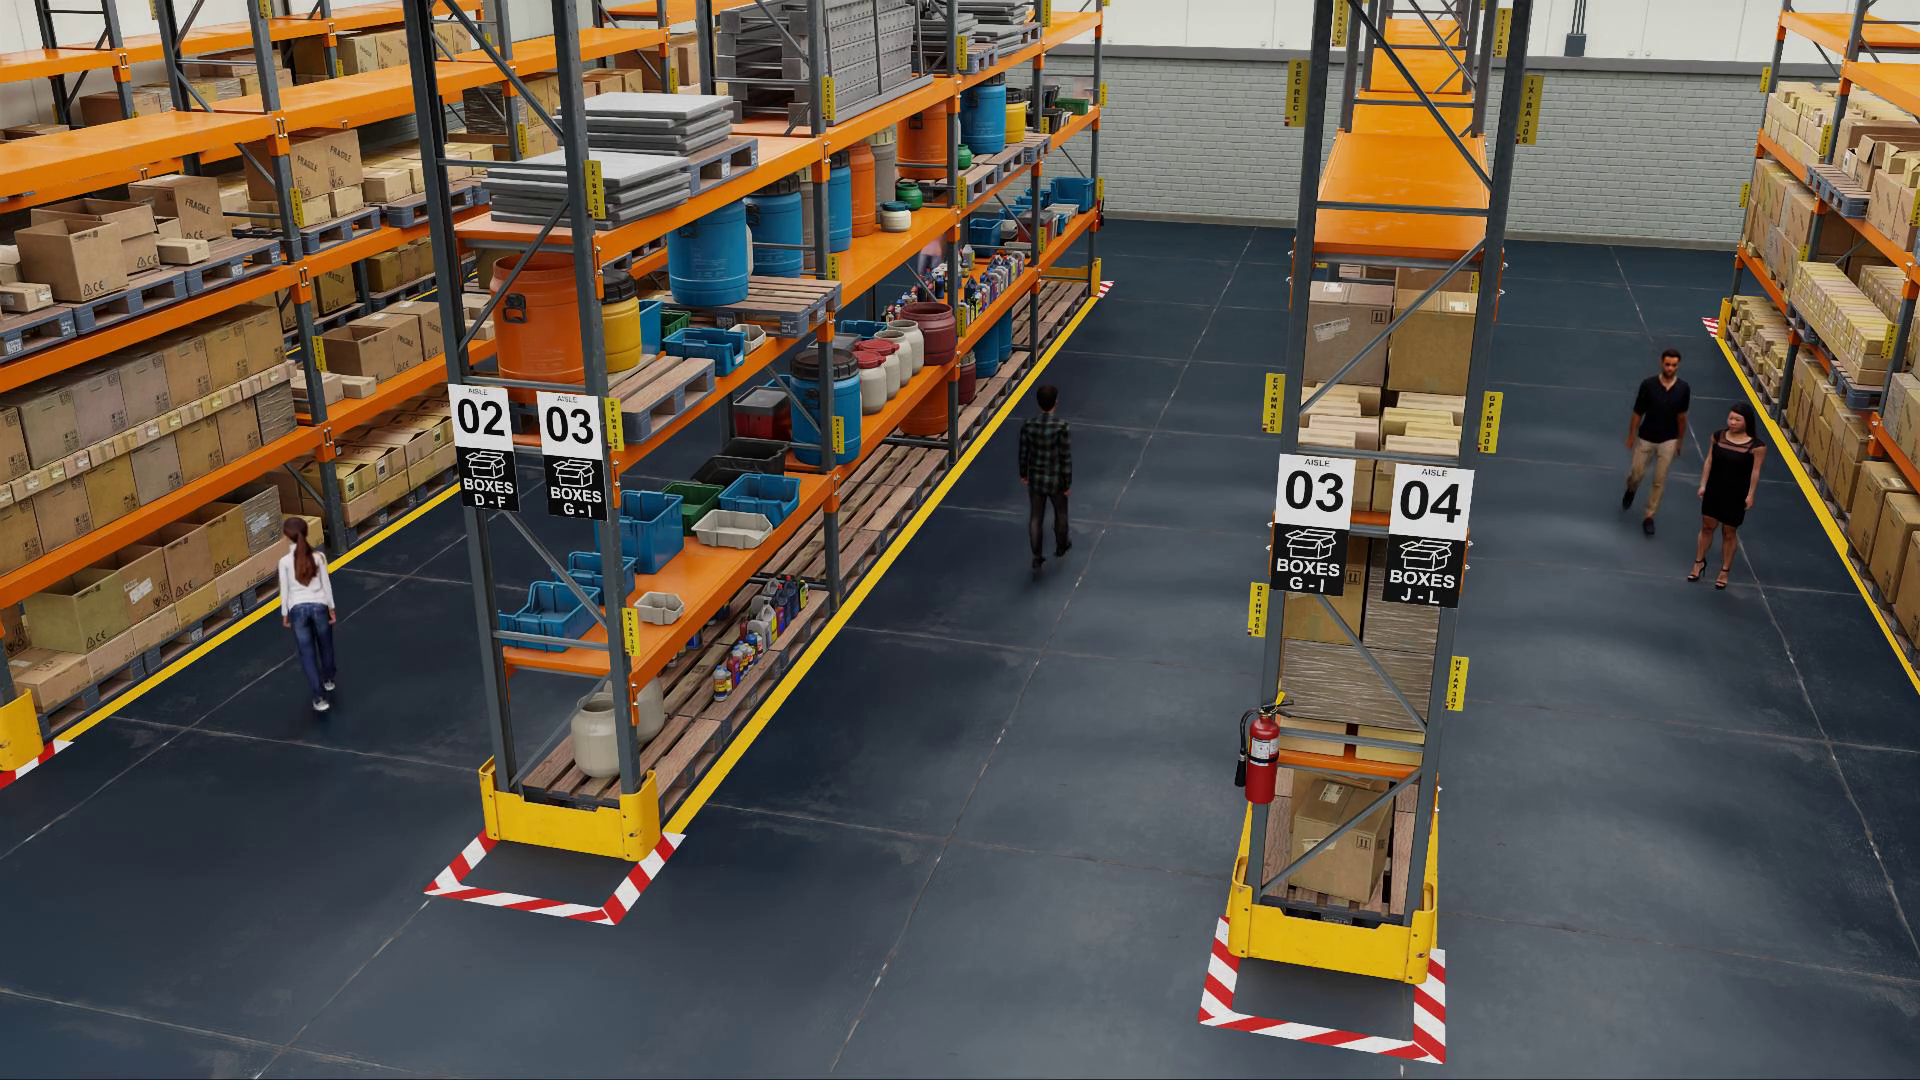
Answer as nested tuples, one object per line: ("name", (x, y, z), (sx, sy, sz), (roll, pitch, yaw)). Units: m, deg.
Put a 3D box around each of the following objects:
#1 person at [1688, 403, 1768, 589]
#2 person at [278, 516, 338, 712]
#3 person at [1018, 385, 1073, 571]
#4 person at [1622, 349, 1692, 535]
("person", (6.848, -0.404, 14.853), (0.780, 1.718, 0.759), (-19, 29, -39))
("person", (-4.962, 0.581, 12.687), (0.904, 1.533, 0.974), (-12, 25, -27))
("person", (0.774, -0.539, 14.988), (0.701, 1.696, 0.850), (7, 23, 16))
("person", (6.754, -1.001, 16.150), (0.653, 1.840, 0.887), (5, 23, 13))
